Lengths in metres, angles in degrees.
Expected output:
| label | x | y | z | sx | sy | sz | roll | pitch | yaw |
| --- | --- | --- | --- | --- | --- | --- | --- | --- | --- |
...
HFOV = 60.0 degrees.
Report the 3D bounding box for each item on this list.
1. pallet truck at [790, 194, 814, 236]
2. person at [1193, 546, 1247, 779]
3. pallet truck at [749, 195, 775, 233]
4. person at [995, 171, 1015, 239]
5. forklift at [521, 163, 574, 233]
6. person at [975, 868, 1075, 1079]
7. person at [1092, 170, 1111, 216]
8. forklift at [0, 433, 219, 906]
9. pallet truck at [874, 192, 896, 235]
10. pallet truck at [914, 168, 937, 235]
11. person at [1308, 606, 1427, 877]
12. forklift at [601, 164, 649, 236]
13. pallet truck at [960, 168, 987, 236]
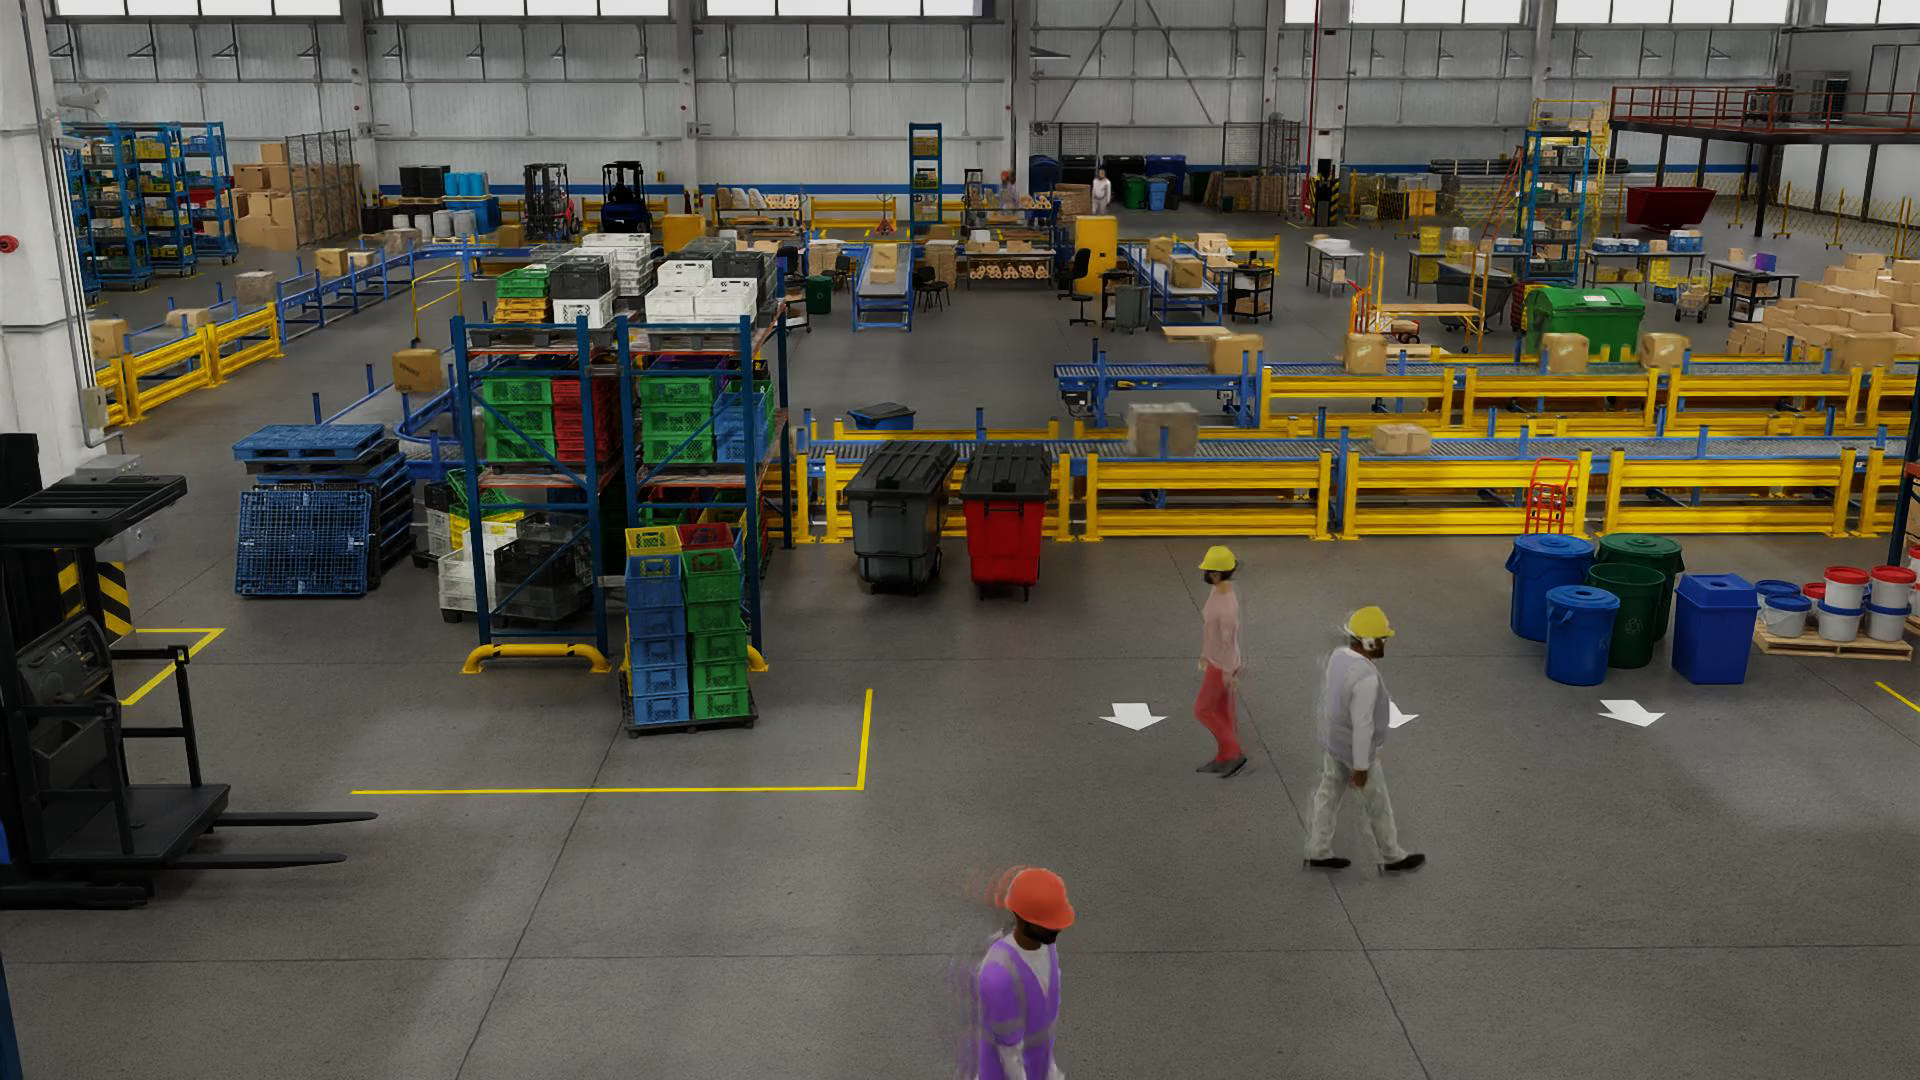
| label | x | y | z | sx | sy | sz | roll | pitch | yaw |
| --- | --- | --- | --- | --- | --- | --- | --- | --- | --- |
| pallet truck | -4.814 | -9.883 | 50.259 | 0.704 | 1.261 | 1.522 | -1 | 16 | -3 |
| person | 1.856 | 0.886 | 11.994 | 0.374 | 1.757 | 0.523 | 1 | 16 | 3 |
| pallet truck | -6.051 | -9.967 | 50.660 | 0.680 | 1.201 | 1.601 | 0 | 16 | -1 |
| person | 1.301 | -9.638 | 48.076 | 0.605 | 2.030 | 0.429 | 14 | 21 | 40 |
| forklift | -12.233 | -10.122 | 49.298 | 1.157 | 1.987 | 2.680 | 0 | 16 | -1 |
| person | 0.241 | 2.234 | 7.122 | 1.034 | 1.882 | 0.535 | 12 | 20 | 36 |
| person | 4.262 | -10.392 | 50.982 | 0.677 | 1.869 | 0.877 | 10 | 19 | 32 |
| forklift | -5.952 | 0.780 | 10.366 | 1.873 | 2.768 | 1.129 | 0 | 16 | -1 |
| pallet truck | -2.277 | -9.986 | 50.594 | 0.653 | 1.274 | 1.630 | 0 | 16 | -1 |
| pallet truck | -0.989 | -10.316 | 50.507 | 0.823 | 1.965 | 1.885 | 1 | 16 | 3 |
| person | 2.627 | 1.279 | 10.539 | 0.821 | 1.801 | 0.621 | -3 | 16 | -9 |
| forklift | -9.948 | -10.127 | 49.296 | 1.157 | 1.987 | 2.680 | -1 | 16 | -3 |
| pallet truck | 0.383 | -10.230 | 50.206 | 0.823 | 1.965 | 1.885 | -1 | 16 | -3 |
